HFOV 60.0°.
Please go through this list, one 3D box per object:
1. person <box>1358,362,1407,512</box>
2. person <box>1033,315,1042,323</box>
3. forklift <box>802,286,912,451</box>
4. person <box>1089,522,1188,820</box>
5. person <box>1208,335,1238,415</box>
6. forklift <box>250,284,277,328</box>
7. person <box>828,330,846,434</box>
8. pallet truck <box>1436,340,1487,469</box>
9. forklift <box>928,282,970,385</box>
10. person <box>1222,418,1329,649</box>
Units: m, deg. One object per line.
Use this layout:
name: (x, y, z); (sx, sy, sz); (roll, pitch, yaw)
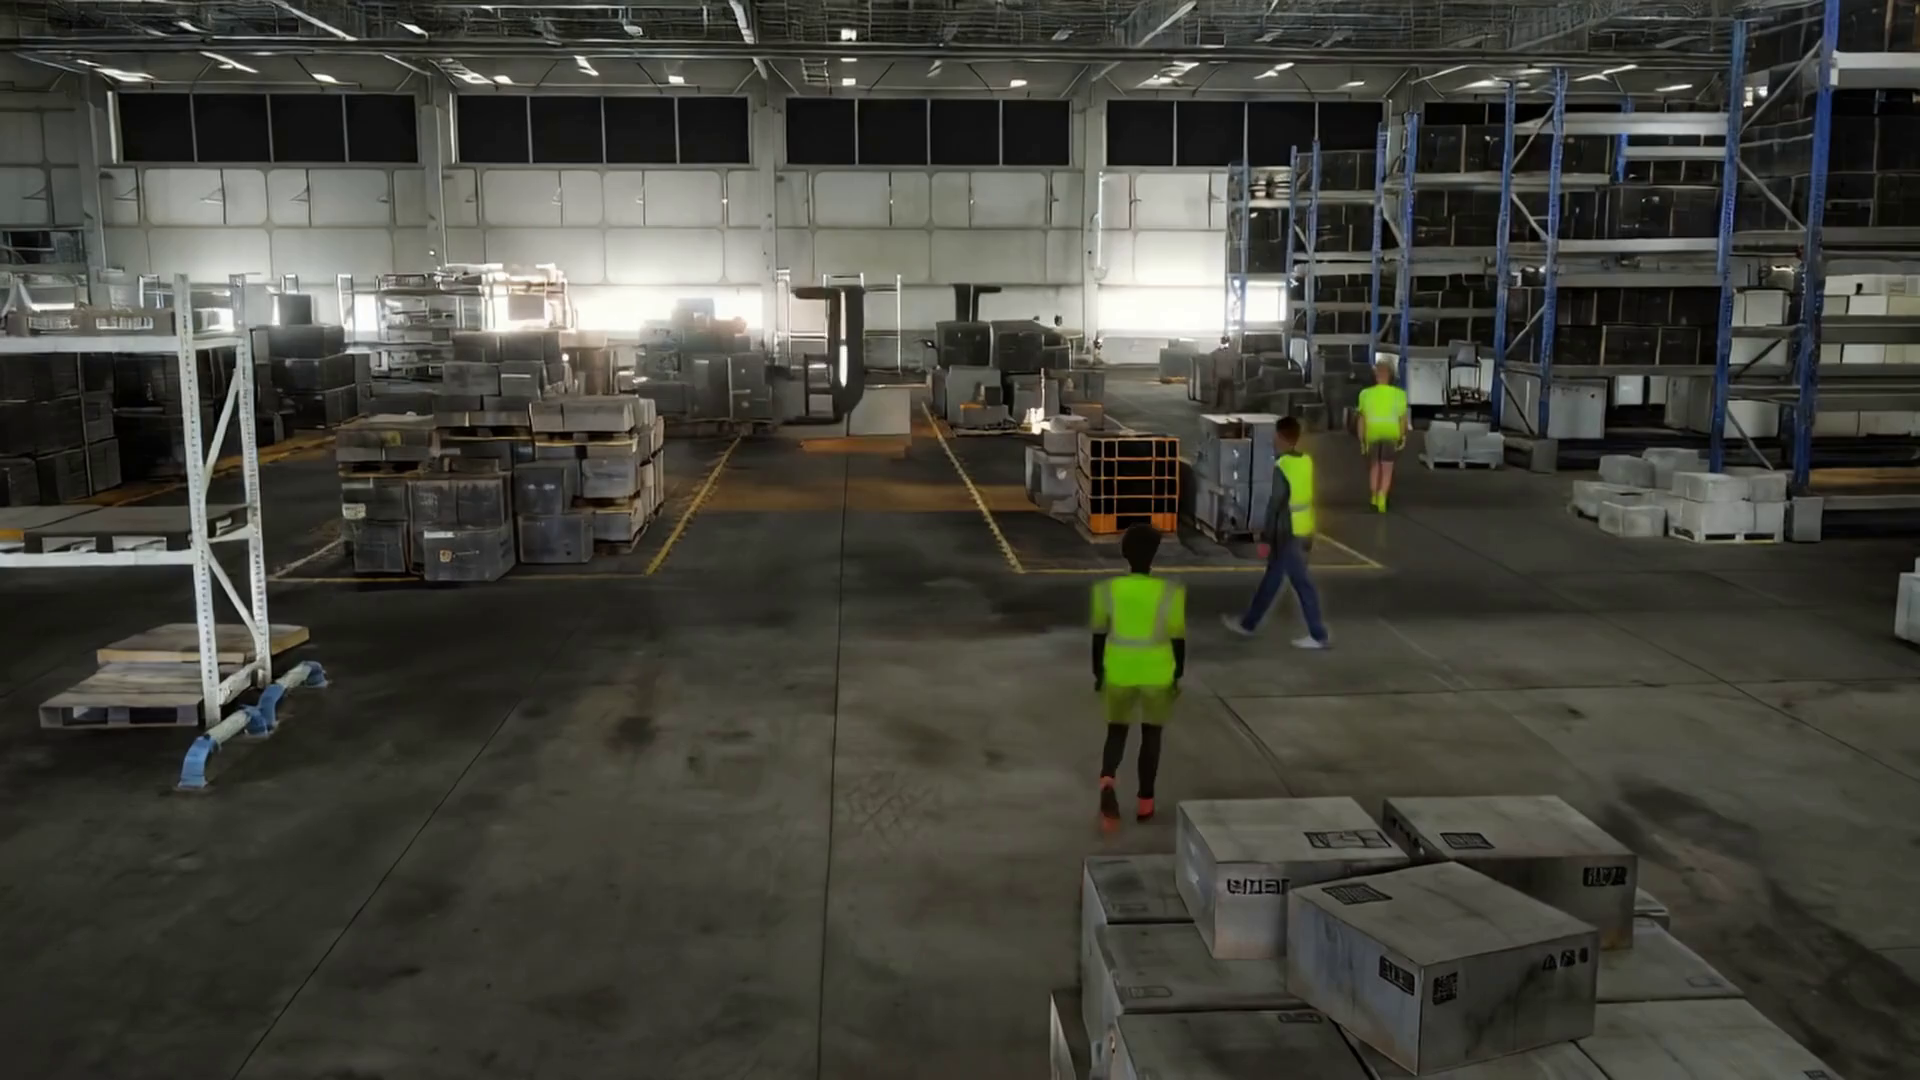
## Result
person: (5.433, -1.337, 21.454); (0.600, 1.926, 1.009); (3, 10, 21)
person: (2.221, -5.399, 47.014); (0.968, 1.888, 0.621); (1, 9, 7)
forklift: (-1.795, -2.970, 28.679); (1.873, 2.768, 1.129); (-1, 9, -4)
person: (0.969, 0.745, 9.109); (0.540, 1.683, 0.493); (3, 9, 17)
person: (5.149, -3.072, 32.559); (0.638, 1.851, 1.054); (-1, 9, -8)
forklift: (-15.998, -4.512, 38.359); (1.873, 2.768, 1.129); (-2, 9, -10)
person: (-2.225, -3.027, 31.890); (0.607, 1.964, 0.687); (3, 9, 16)
pallet truck: (8.004, -2.170, 26.422); (0.823, 1.965, 1.885); (2, 9, 14)
forklift: (0.075, -5.570, 45.004); (1.873, 2.768, 1.129); (-1, 9, -4)
person: (2.613, -0.063, 13.590); (0.987, 1.862, 0.614); (6, 11, 31)
